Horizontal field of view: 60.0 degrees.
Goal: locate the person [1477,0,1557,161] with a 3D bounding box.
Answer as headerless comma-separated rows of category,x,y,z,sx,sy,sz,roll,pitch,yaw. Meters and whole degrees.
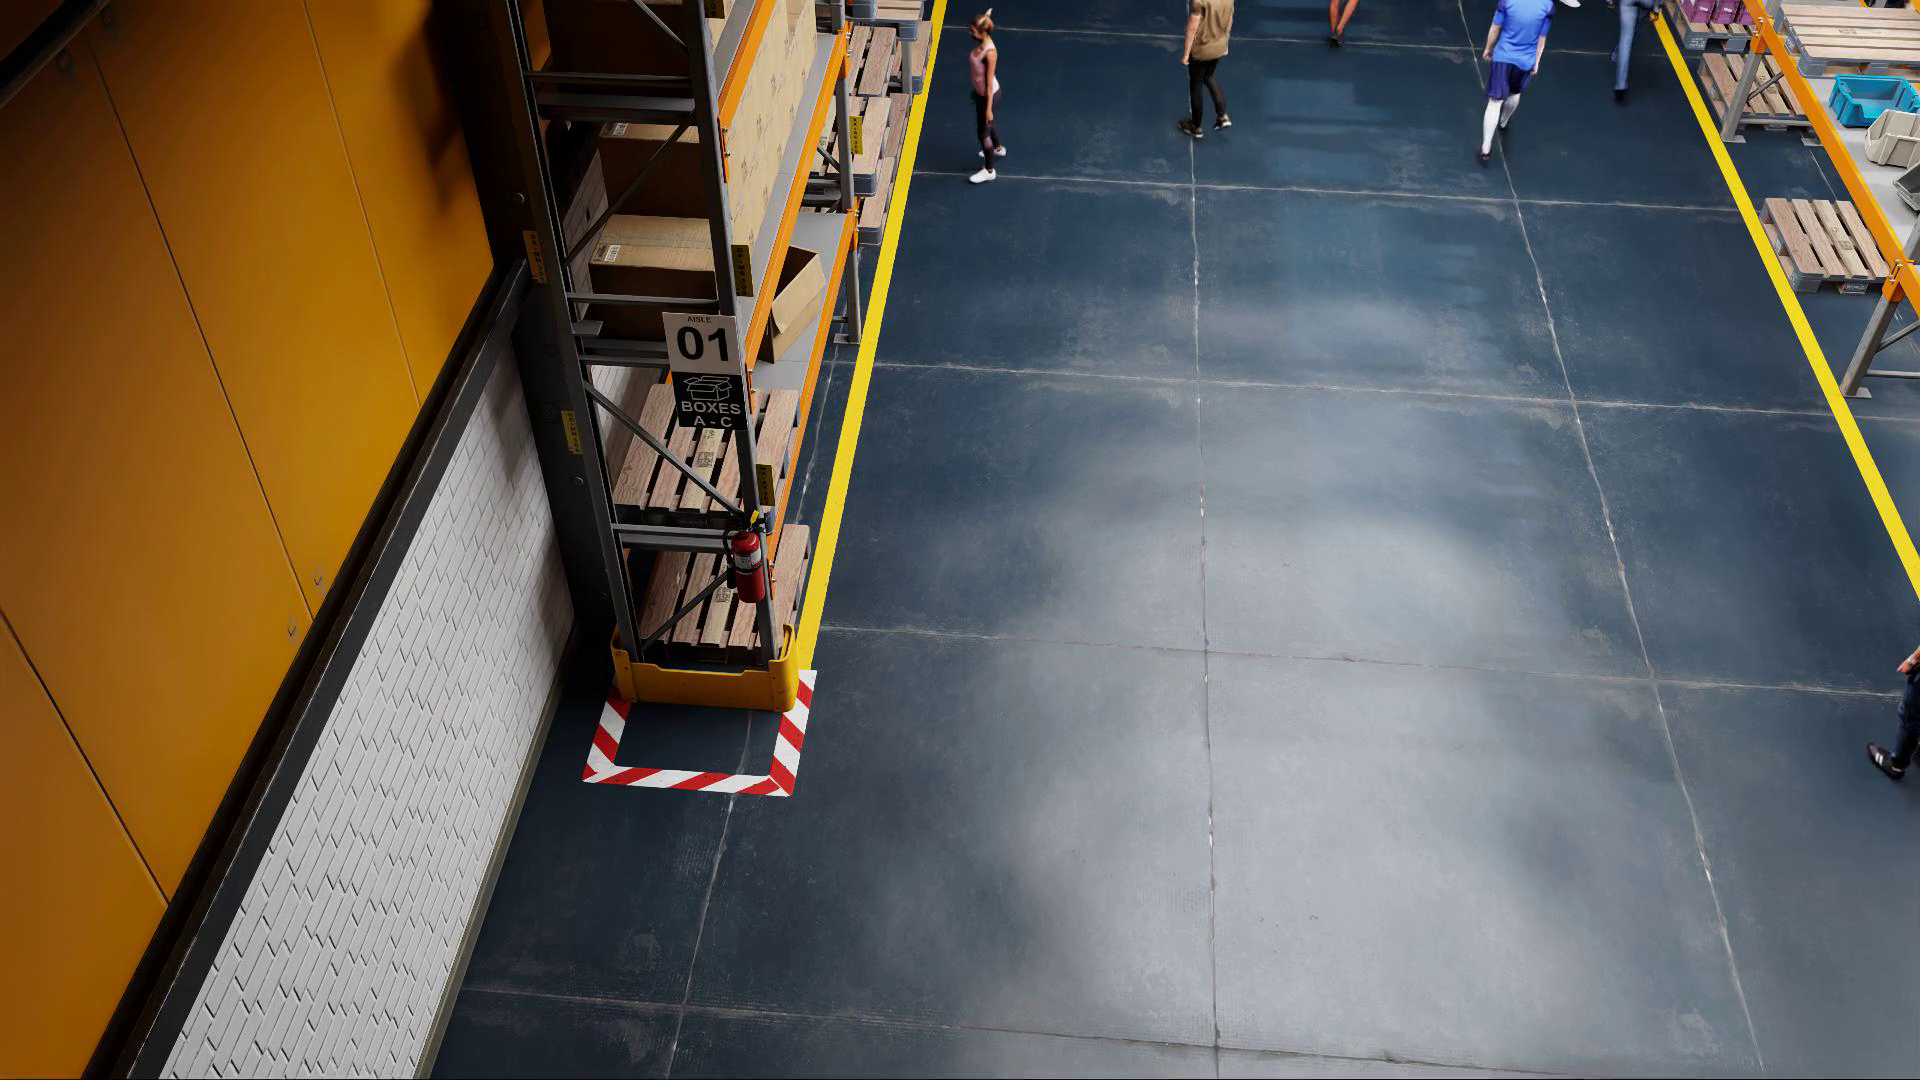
person,5.157,-4.427,15.550,0.816,1.795,1.231,9,44,10

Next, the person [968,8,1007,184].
person,0.252,-4.119,15.326,0.870,1.658,0.698,-7,44,-7

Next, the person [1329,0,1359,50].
person,3.954,-5.856,17.093,0.724,1.735,0.767,21,47,20

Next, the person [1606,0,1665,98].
person,6.696,-5.233,16.438,0.687,1.738,1.178,6,44,6

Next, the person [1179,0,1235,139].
person,2.386,-4.605,15.704,0.911,1.841,0.979,-27,50,-25
